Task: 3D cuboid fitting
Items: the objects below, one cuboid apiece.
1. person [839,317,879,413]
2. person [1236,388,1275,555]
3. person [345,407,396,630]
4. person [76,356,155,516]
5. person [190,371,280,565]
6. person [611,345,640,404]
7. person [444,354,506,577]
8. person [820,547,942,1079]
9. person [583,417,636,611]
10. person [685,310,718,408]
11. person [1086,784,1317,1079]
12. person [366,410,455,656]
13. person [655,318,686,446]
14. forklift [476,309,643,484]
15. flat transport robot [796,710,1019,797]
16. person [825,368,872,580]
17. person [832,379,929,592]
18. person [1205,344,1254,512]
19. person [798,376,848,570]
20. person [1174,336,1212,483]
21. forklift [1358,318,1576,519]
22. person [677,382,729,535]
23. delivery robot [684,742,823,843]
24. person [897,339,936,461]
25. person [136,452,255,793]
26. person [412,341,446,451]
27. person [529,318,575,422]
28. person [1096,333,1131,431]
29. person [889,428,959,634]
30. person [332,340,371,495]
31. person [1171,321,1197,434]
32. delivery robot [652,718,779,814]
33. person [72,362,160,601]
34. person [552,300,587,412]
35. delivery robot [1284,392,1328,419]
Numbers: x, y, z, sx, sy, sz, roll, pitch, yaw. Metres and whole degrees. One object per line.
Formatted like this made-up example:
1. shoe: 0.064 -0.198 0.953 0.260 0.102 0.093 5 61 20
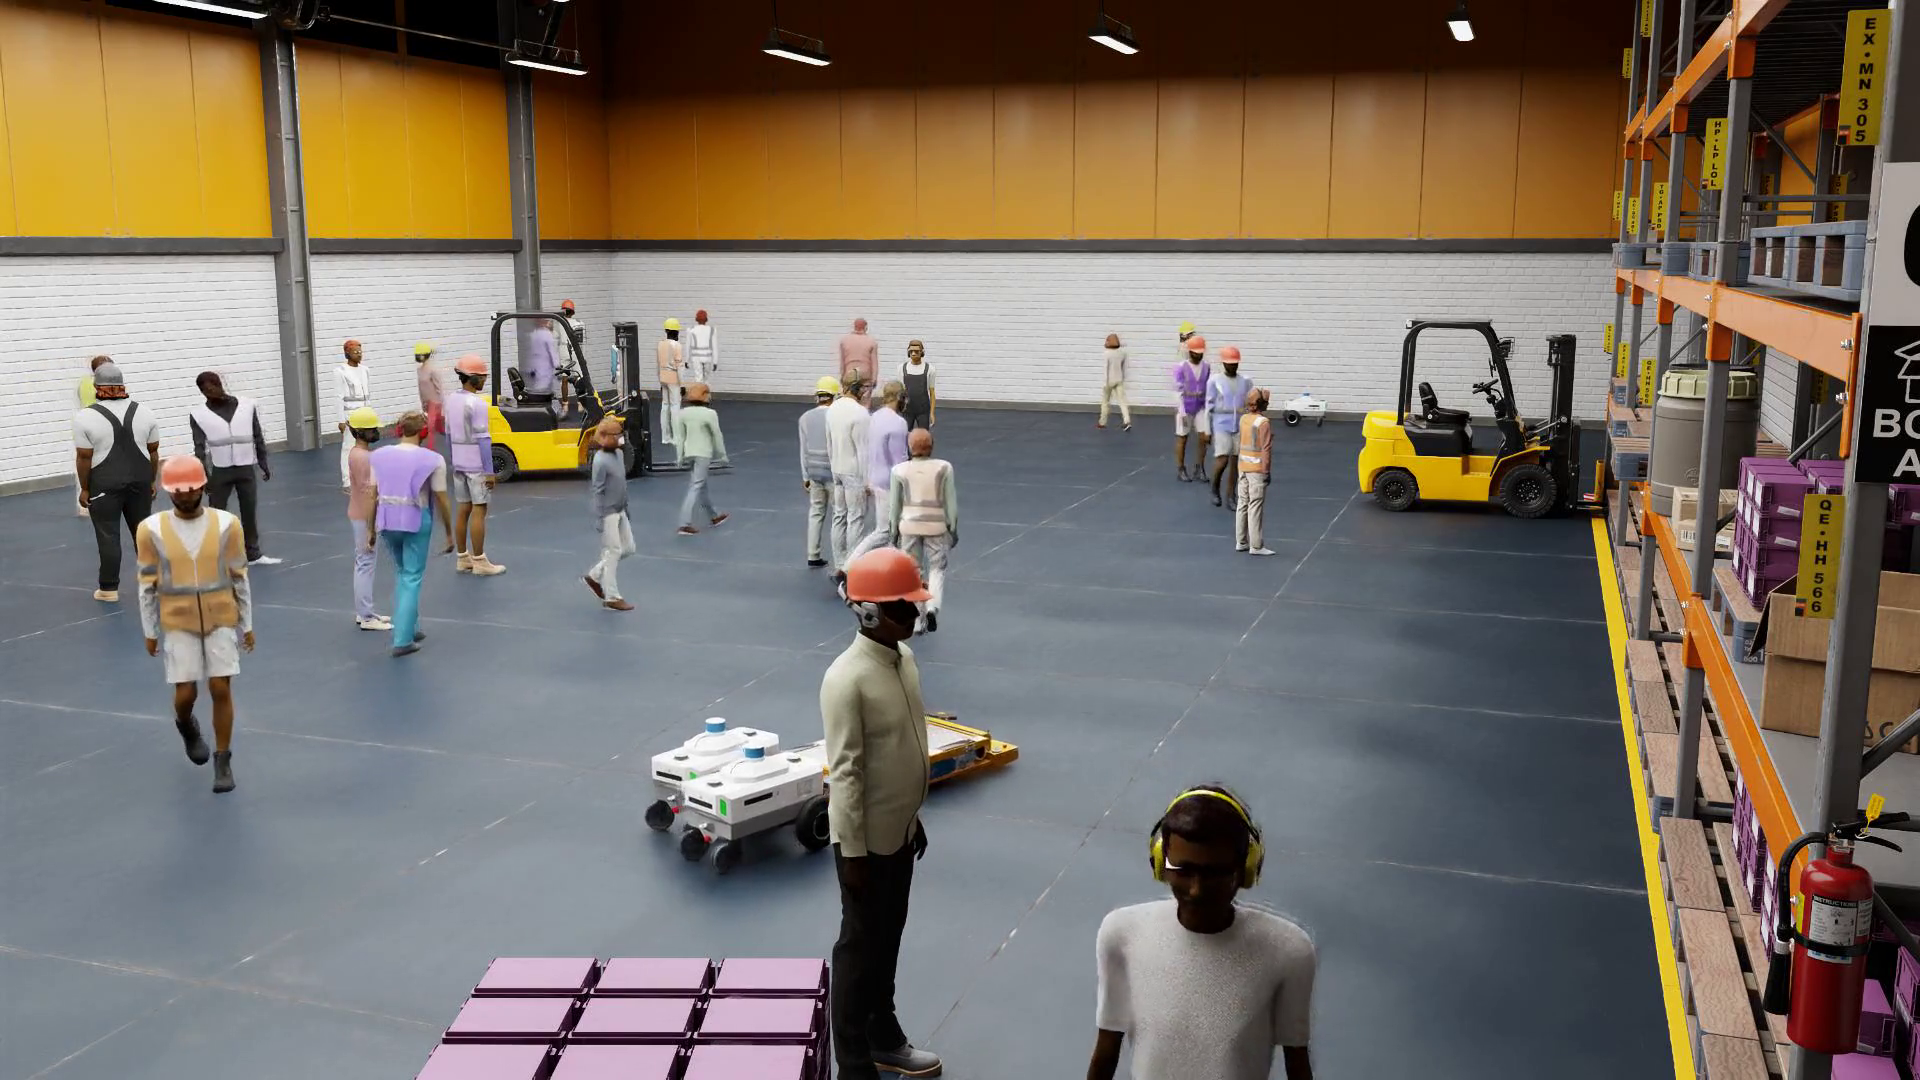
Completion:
1. person: -1.616 -2.618 26.590 0.657 1.888 0.510 2 10 10
2. person: 2.889 -0.672 16.330 0.314 1.641 0.515 -4 11 -19
3. person: -4.672 -0.169 13.149 0.312 1.768 0.530 -4 11 -23
4. person: -9.639 -1.179 18.799 0.619 1.793 0.978 3 10 16
5. person: -6.812 -0.658 15.618 0.714 1.875 0.377 -8 13 -37
6. person: -5.648 -2.764 28.113 0.515 1.641 0.314 -6 12 -32
7. person: -4.457 -0.687 15.292 0.615 2.038 0.395 9 14 42
8. person: -0.277 1.010 5.857 0.375 1.996 0.608 3 11 18
9. person: -2.922 -0.215 13.803 0.420 1.617 0.523 2 10 10
10. person: -4.751 -3.319 30.679 0.576 1.847 0.933 -4 11 -21
11. person: 0.518 1.452 3.781 0.538 1.849 0.375 3 11 19
12. person: -4.075 -0.071 12.452 0.605 1.807 0.747 2 10 11
13. person: -4.362 -2.393 25.214 0.584 1.928 0.373 9 14 42
14. forklift: -5.354 -1.902 21.697 2.313 2.155 1.214 -2 10 -13
15. flat transport robot: -0.384 1.240 9.418 0.652 0.197 1.431 10 14 43
16. person: -0.966 -0.569 14.931 0.371 1.933 0.627 -7 12 -34
17. person: -0.682 -0.444 14.388 0.915 1.890 0.654 -4 11 -20
18. person: 3.089 -1.270 18.945 0.568 1.918 0.432 -2 10 -13
19. person: -1.219 -0.614 15.513 0.592 1.820 0.404 6 12 32
20. person: 2.943 -1.653 21.144 0.539 1.889 0.678 -4 11 -20
21. forklift: 5.787 -1.437 19.079 2.313 2.155 1.214 3 11 19
22. person: -2.719 -0.873 17.598 0.499 1.586 0.867 7 12 35
23. delivery robot: -1.021 1.253 8.283 0.477 0.478 0.707 9 14 42
24. person: -0.559 -1.607 21.021 0.505 1.846 0.346 1 10 5
25. person: -4.251 0.445 9.279 0.558 1.918 0.586 -5 11 -27
26. person: -7.227 -1.910 23.064 0.858 1.726 0.536 -10 14 -44
27. person: -6.953 -2.884 28.177 0.996 1.851 0.676 -8 13 -39
28. person: 2.536 -2.575 27.181 0.505 1.597 0.849 -6 12 -29
29. person: -0.285 -0.057 12.896 0.552 1.616 0.450 1 10 3
30. person: -7.367 -1.492 20.260 0.337 1.882 0.584 4 11 20
31. person: 3.645 -2.579 26.556 0.490 1.821 0.611 7 12 36
32. delivery robot: -1.277 1.176 8.715 0.477 0.478 0.707 7 12 35
33. person: -7.244 -0.504 14.258 0.537 2.000 0.682 9 13 41
34. person: -7.067 -3.324 30.127 0.605 2.045 0.378 -1 10 -8
35. delivery robot: 5.821 -2.243 27.973 0.707 0.478 0.477 1 10 8
